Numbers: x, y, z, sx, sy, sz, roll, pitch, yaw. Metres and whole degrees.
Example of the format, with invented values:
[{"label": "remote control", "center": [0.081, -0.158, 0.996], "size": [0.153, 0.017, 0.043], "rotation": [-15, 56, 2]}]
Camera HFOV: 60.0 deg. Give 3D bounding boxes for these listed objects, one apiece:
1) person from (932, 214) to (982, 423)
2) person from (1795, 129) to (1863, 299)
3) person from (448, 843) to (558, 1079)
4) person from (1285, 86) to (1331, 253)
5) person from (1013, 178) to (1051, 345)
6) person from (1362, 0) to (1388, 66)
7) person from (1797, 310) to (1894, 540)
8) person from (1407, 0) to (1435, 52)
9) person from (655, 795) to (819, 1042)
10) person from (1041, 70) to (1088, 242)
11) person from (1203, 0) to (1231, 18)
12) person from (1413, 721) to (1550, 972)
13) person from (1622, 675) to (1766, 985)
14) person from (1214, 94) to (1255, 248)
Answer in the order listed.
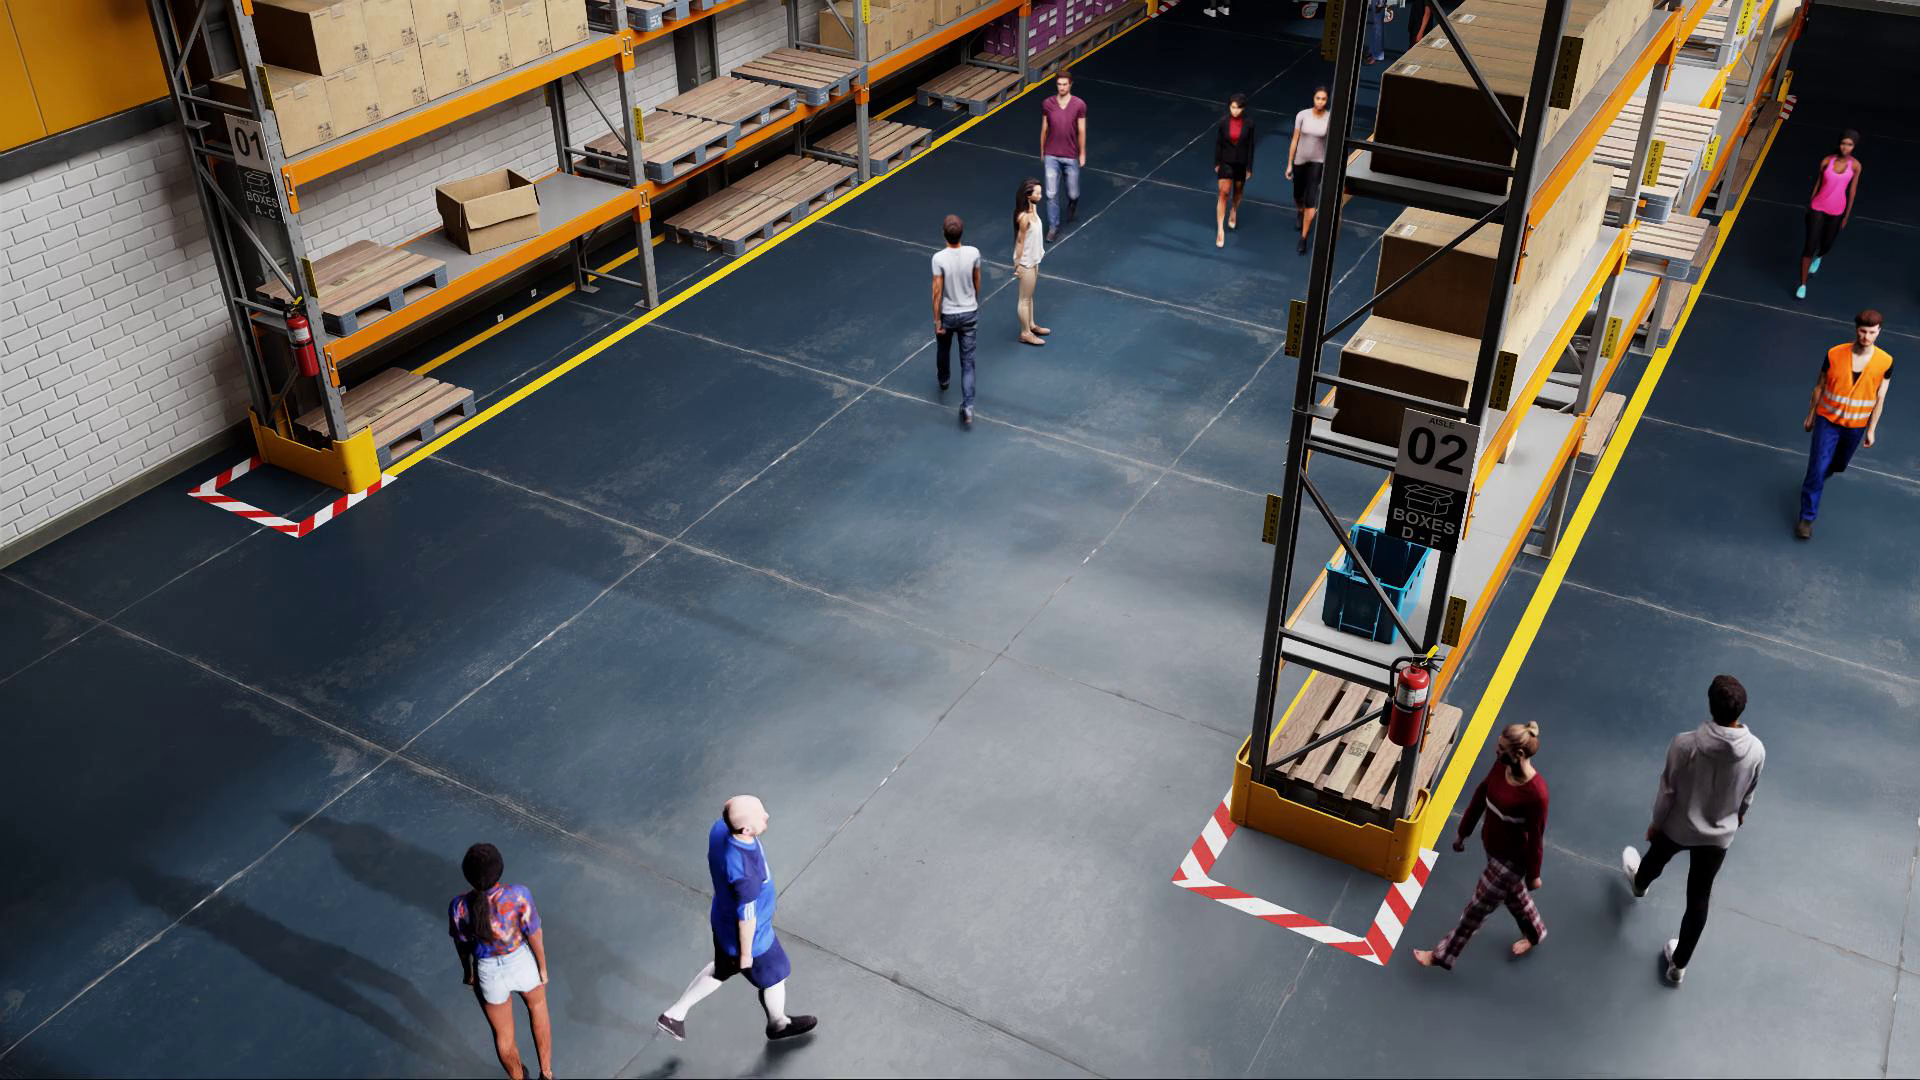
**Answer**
[{"label": "person", "center": [0.009, -1.908, 14.593], "size": [1.119, 1.815, 1.241], "rotation": [-6, 34, -9]}, {"label": "person", "center": [8.787, -3.336, 16.842], "size": [0.577, 1.704, 1.014], "rotation": [16, 37, 22]}, {"label": "person", "center": [-2.281, 2.259, 8.398], "size": [0.769, 1.735, 0.829], "rotation": [-10, 35, -15]}, {"label": "person", "center": [3.758, -4.054, 17.915], "size": [0.750, 1.712, 1.184], "rotation": [12, 35, 17]}, {"label": "person", "center": [0.631, -2.680, 15.902], "size": [0.673, 1.652, 0.607], "rotation": [-6, 34, -9]}, {"label": "person", "center": [5.824, -7.511, 23.041], "size": [0.764, 1.795, 0.620], "rotation": [3, 34, 4]}, {"label": "person", "center": [6.979, -0.976, 13.150], "size": [0.745, 1.861, 1.167], "rotation": [14, 36, 20]}, {"label": "person", "center": [6.091, -6.797, 21.977], "size": [0.773, 1.784, 0.675], "rotation": [0, 34, 1]}, {"label": "person", "center": [-1.200, 2.038, 8.660], "size": [1.210, 1.811, 1.072], "rotation": [-14, 36, -20]}, {"label": "person", "center": [1.124, -4.206, 18.035], "size": [0.843, 1.833, 1.079], "rotation": [8, 34, 12]}, {"label": "person", "center": [3.936, -8.793, 25.001], "size": [0.669, 1.760, 0.780], "rotation": [-18, 37, -25]}, {"label": "person", "center": [3.122, 1.715, 9.287], "size": [1.156, 1.655, 1.091], "rotation": [-10, 35, -14]}, {"label": "person", "center": [4.083, 1.657, 9.173], "size": [1.004, 1.878, 1.266], "rotation": [5, 34, 8]}, {"label": "person", "center": [2.964, -4.027, 17.982], "size": [0.805, 1.593, 1.073], "rotation": [6, 34, 9]}]
